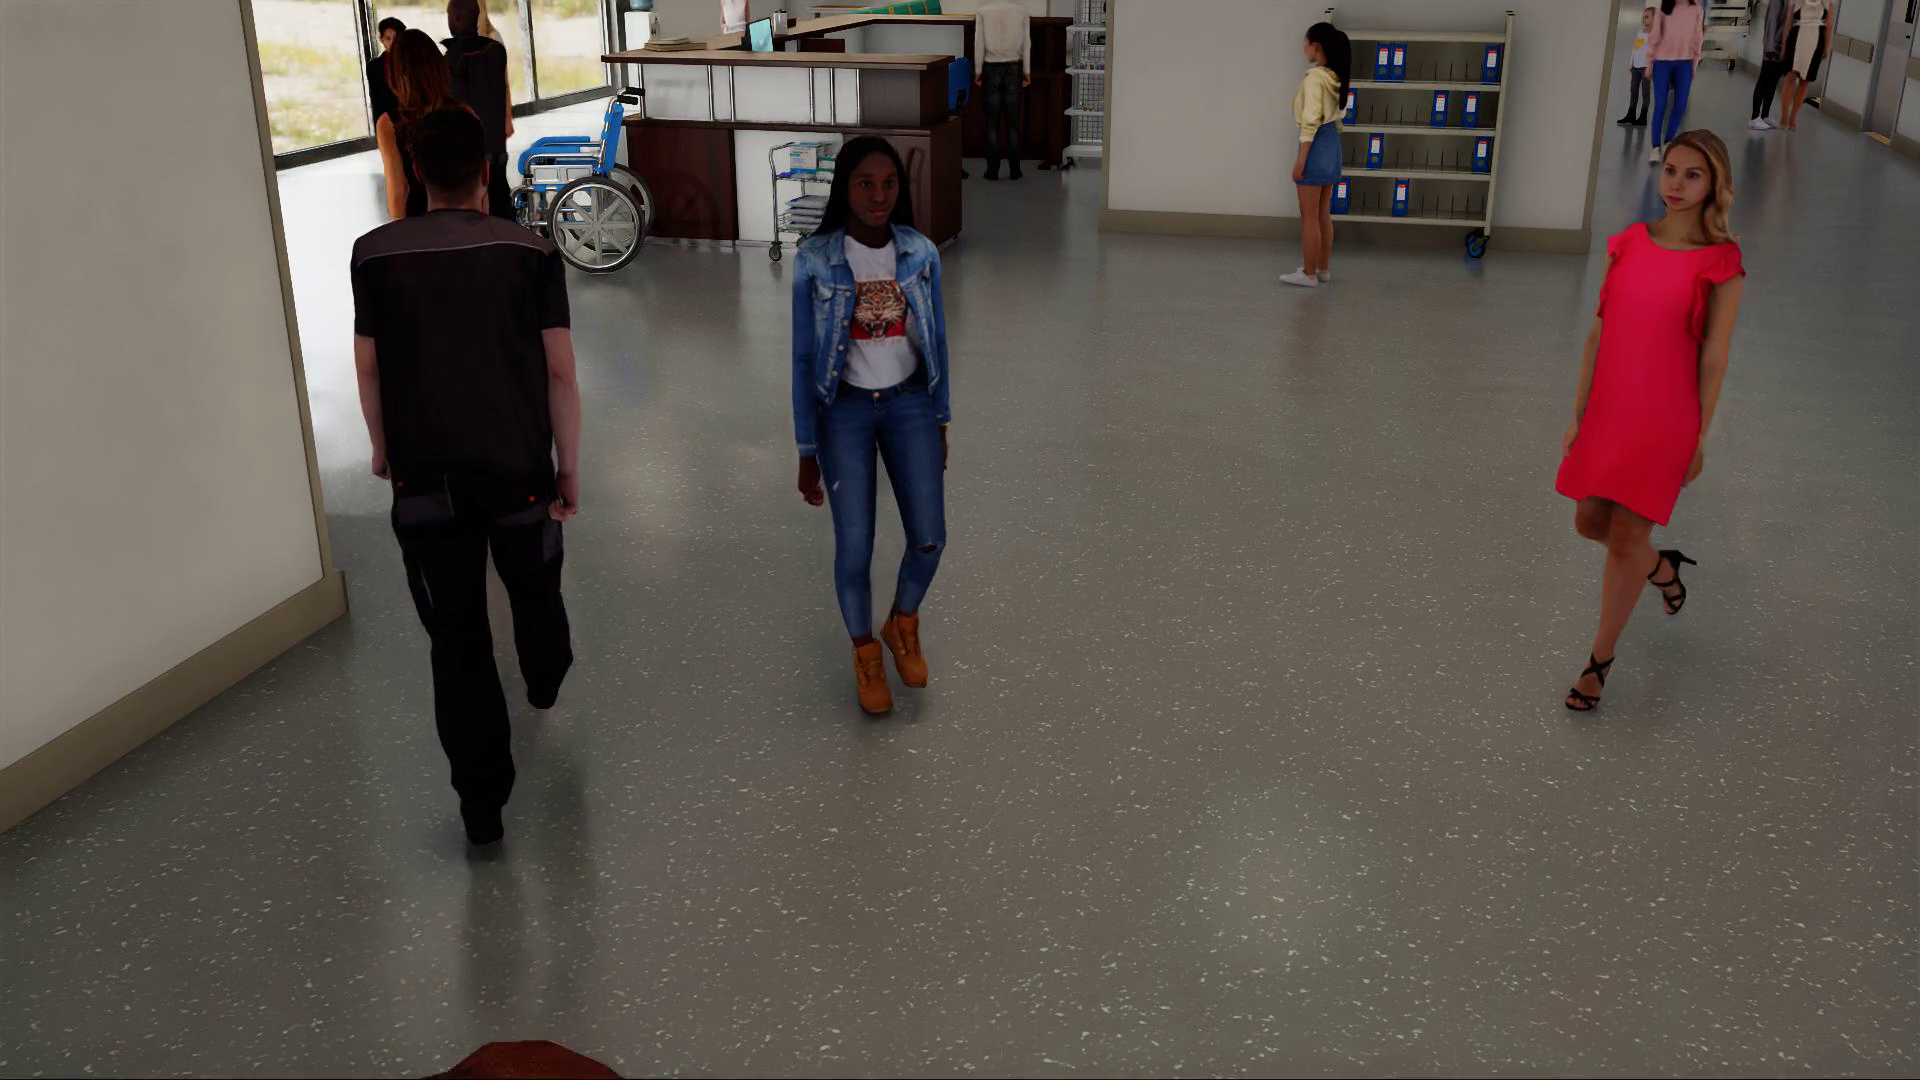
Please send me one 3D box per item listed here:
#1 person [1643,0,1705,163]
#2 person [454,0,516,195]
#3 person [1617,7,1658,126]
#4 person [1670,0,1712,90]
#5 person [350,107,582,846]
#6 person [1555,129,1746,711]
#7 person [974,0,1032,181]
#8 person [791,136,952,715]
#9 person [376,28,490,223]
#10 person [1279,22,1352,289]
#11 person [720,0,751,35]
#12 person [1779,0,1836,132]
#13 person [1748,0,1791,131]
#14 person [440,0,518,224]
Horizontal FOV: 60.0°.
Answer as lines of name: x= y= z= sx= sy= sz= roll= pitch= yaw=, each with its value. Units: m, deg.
person: x=6.732 y=-4.464 z=15.740 sx=0.546 sy=1.754 sz=0.727 roll=6 pitch=22 yaw=16
person: x=-3.307 y=-3.011 z=11.825 sx=0.807 sy=1.809 sz=0.754 roll=7 pitch=22 yaw=17
person: x=7.689 y=-5.331 z=18.700 sx=0.633 sy=1.279 sz=0.582 roll=-8 pitch=22 yaw=-21
person: x=9.706 y=-6.926 z=22.175 sx=0.720 sy=1.800 sz=0.806 roll=11 pitch=24 yaw=28
person: x=-1.228 y=-0.108 z=4.182 sx=1.242 sy=1.794 sz=1.145 roll=-5 pitch=21 yaw=-14
person: x=2.062 y=-0.355 z=4.954 sx=0.957 sy=1.710 sz=0.946 roll=-16 pitch=26 yaw=-36
person: x=0.373 y=-4.141 z=14.809 sx=0.597 sy=1.809 sz=0.784 roll=-1 pitch=21 yaw=-4
person: x=-0.273 y=-0.329 z=4.894 sx=0.705 sy=1.704 sz=0.802 roll=-4 pitch=21 yaw=-11
person: x=-2.111 y=-1.139 z=6.907 sx=1.155 sy=1.792 sz=1.075 roll=-7 pitch=22 yaw=-17
person: x=2.282 y=-2.447 z=10.584 sx=0.693 sy=1.633 sz=0.716 roll=15 pitch=26 yaw=35
person: x=-2.775 y=-6.277 z=20.828 sx=0.797 sy=1.541 sz=0.735 roll=2 pitch=21 yaw=4
person: x=9.151 y=-5.325 z=18.032 sx=0.620 sy=1.740 sz=0.678 roll=6 pitch=22 yaw=16
person: x=8.976 y=-5.439 z=18.289 sx=0.693 sy=1.771 sz=0.741 roll=-13 pitch=24 yaw=-31
person: x=-2.986 y=-2.459 z=10.350 sx=0.624 sy=1.822 sz=0.710 roll=8 pitch=22 yaw=19
